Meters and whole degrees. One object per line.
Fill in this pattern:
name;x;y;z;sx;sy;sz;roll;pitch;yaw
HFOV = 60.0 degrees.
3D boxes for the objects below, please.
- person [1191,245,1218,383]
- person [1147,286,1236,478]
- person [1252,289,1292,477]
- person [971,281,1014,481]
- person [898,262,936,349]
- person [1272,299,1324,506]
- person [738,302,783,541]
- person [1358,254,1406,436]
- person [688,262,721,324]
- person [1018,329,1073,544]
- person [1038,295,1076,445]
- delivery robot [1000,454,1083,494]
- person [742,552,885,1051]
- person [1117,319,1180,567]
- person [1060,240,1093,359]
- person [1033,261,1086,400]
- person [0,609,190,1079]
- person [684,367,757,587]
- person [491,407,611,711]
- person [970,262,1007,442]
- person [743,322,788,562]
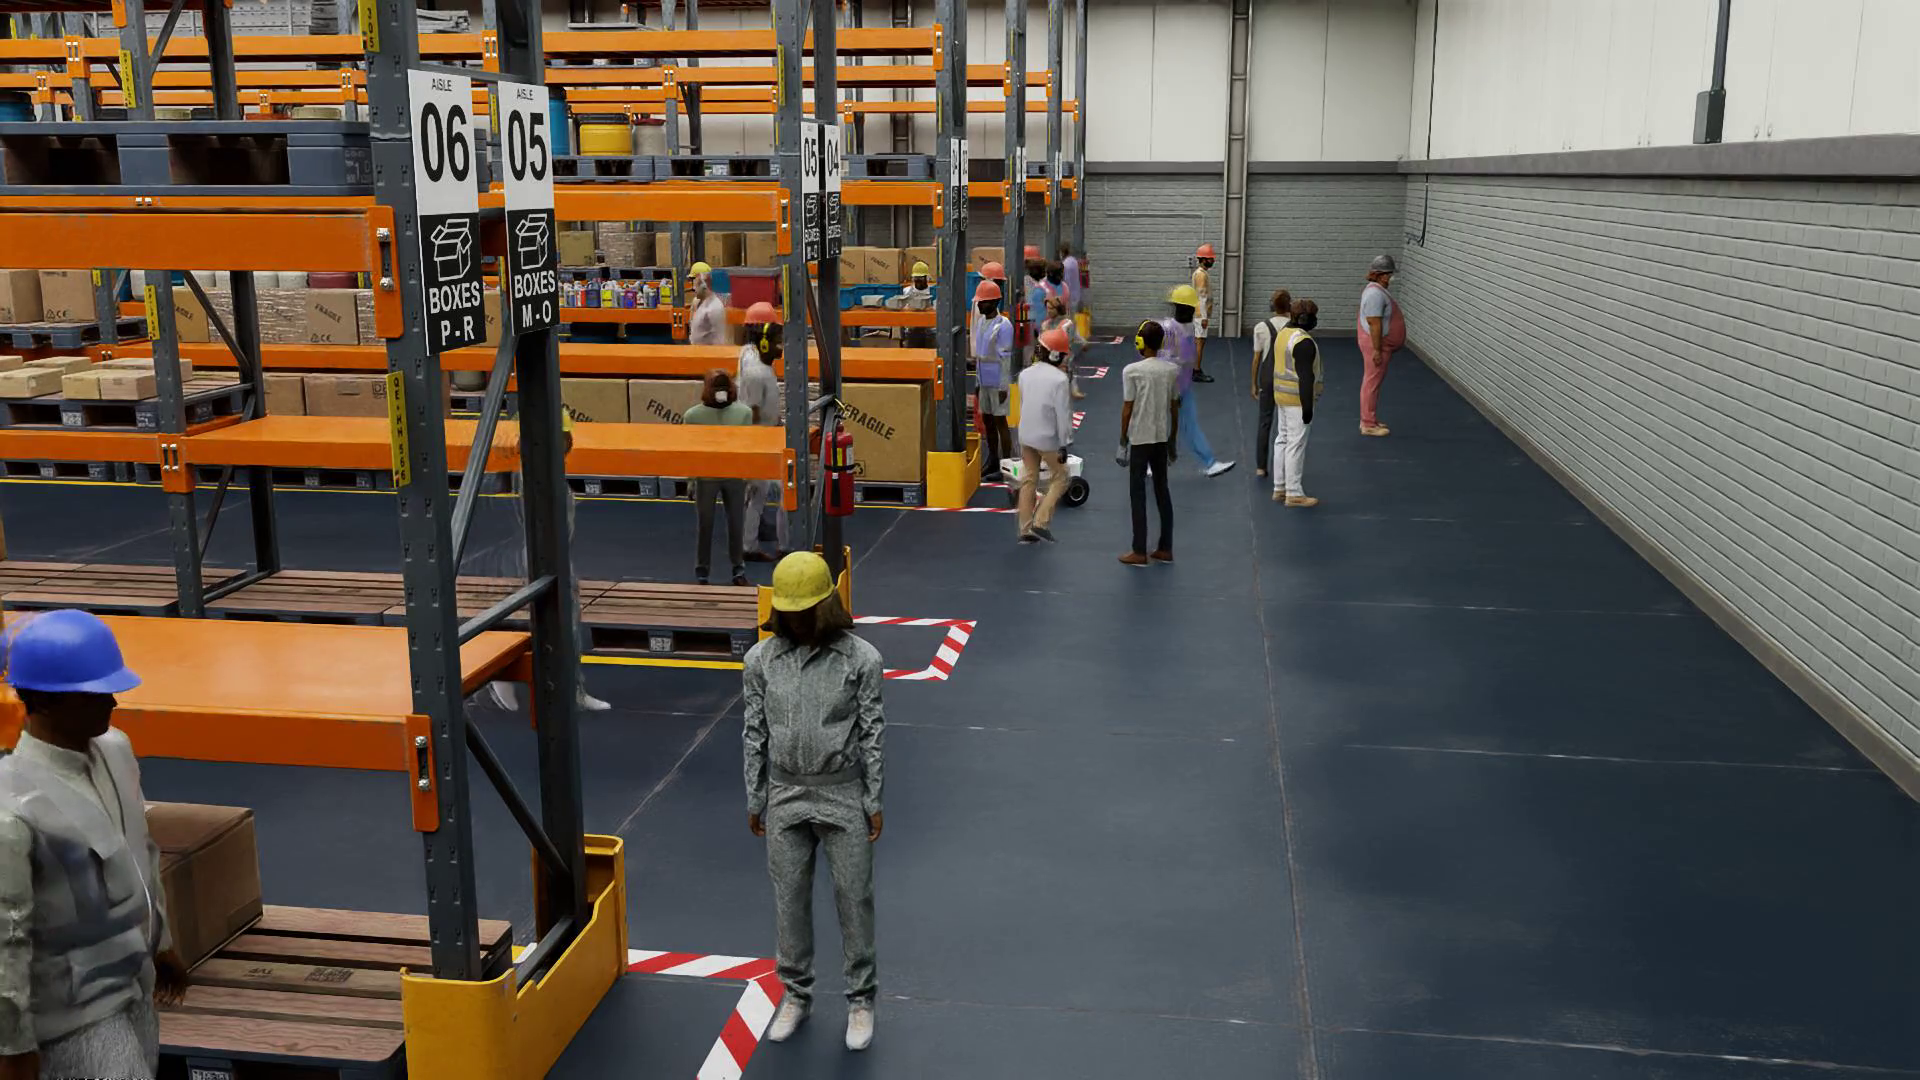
person;3.454;-3.208;23.588;0.362;1.938;0.545;0;12;2
person;2.153;-1.496;15.992;0.987;1.875;0.599;10;16;37
person;3.094;-1.512;16.171;0.514;1.837;0.337;4;13;18
person;0.290;-1.531;16.054;0.392;1.929;0.545;-8;15;-31
person;-0.492;-2.610;21.129;0.600;1.829;0.404;1;13;6
person;3.024;-1.230;14.880;0.429;1.841;0.633;-2;13;-9
person;-1.604;-0.952;13.435;0.381;1.931;0.545;-1;13;-5
person;4.785;-2.218;18.884;0.537;2.000;0.689;2;13;11
person;-2.954;-2.242;19.251;0.369;1.928;0.586;3;13;13
person;0.679;-0.810;13.228;0.433;1.722;0.600;-11;16;-40
person;1.061;-1.848;18.154;0.317;1.631;0.525;-11;17;-41
delivery robot;0.726;-0.625;14.862;0.707;0.478;0.477;-5;14;-23
person;-0.497;0.879;5.618;0.490;1.731;0.321;2;13;7
person;1.433;-0.731;12.601;0.503;1.859;0.340;-7;14;-28
person;1.747;-3.729;25.999;0.548;1.911;0.672;2;13;11
person;1.296;-2.702;21.607;0.645;1.804;0.869;-11;17;-42
person;-2.141;1.106;4.130;0.437;1.935;0.610;-1;13;-5
person;-1.683;-0.413;11.702;0.513;1.622;0.319;-5;14;-23
person;-2.244;0.122;9.012;0.554;1.729;0.497;-1;13;-5
person;0.312;-2.062;18.322;0.403;1.982;0.628;-3;13;-12
person;-1.365;-0.722;12.590;0.712;1.848;0.514;-1;13;-4
